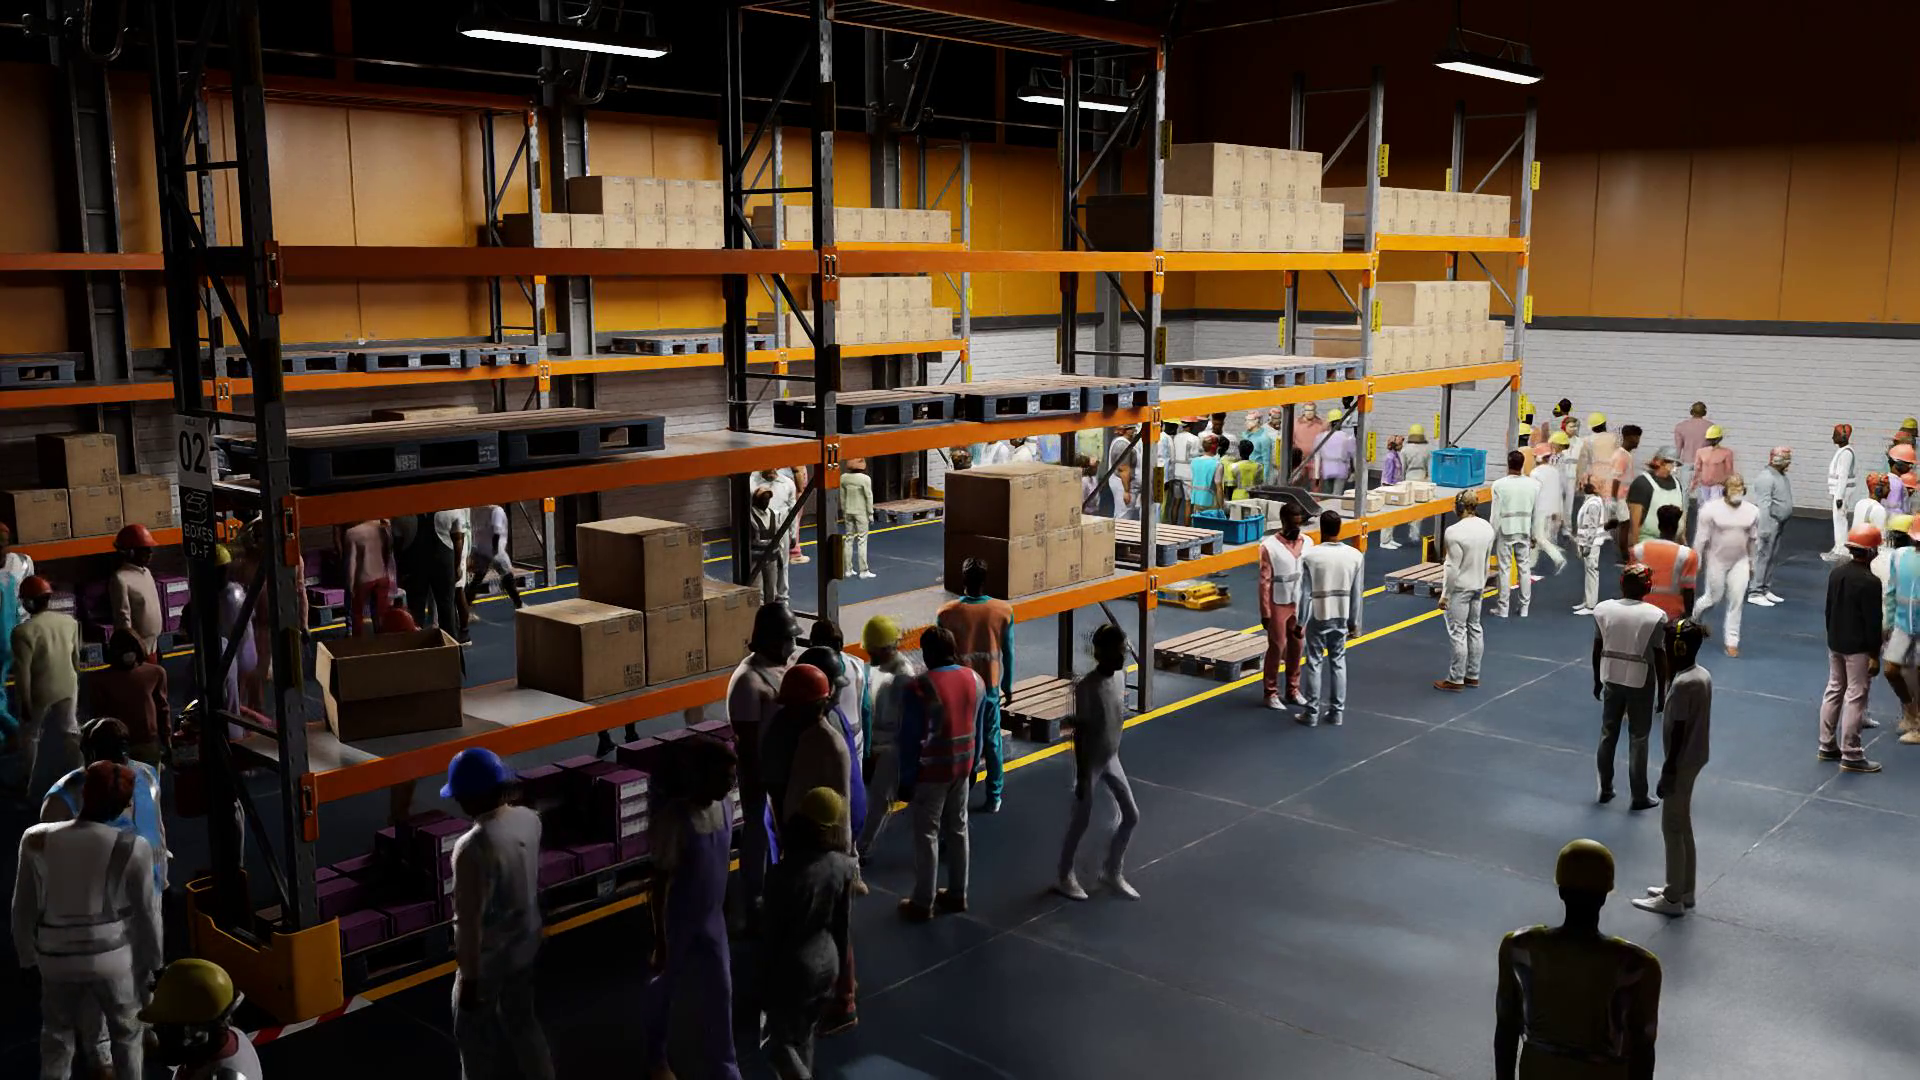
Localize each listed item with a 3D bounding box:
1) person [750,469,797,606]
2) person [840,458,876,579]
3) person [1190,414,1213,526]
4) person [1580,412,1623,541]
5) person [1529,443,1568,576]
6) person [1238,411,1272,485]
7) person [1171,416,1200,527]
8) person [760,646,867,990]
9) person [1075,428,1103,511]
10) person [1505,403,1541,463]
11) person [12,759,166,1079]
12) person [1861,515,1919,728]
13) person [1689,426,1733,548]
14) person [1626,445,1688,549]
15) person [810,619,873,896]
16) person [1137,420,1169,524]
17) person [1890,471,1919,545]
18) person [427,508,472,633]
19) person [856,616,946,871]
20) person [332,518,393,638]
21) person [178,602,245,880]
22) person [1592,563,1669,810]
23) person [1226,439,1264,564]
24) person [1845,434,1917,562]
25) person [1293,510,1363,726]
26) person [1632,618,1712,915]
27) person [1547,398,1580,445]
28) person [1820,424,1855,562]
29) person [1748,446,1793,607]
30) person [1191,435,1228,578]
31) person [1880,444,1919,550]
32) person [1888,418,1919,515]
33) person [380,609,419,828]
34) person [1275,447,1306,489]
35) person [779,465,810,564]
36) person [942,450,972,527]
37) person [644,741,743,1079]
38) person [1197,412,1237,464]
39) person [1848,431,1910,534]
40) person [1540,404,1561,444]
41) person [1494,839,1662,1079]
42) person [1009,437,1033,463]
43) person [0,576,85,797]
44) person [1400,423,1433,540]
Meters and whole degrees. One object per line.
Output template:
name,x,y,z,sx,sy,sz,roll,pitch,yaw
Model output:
person,-2.182,-0.067,19.115,0.644,1.900,0.399,-3,10,-15
person,-1.319,-0.318,21.390,0.500,1.636,0.280,6,11,33
person,3.711,-1.194,25.462,0.609,2.032,0.410,7,12,36
person,9.368,-0.890,24.085,0.751,1.886,0.655,3,10,17
person,7.605,-0.391,21.577,0.581,1.725,0.750,-8,12,-40
person,4.293,-0.921,24.334,0.610,1.905,0.689,-5,11,-29
person,3.288,-0.931,24.184,0.383,1.931,0.546,-8,12,-40
person,-0.766,1.552,9.018,0.536,2.000,0.686,5,11,28
person,2.082,-1.342,27.149,0.525,1.761,0.348,3,10,18
person,8.605,-1.133,25.385,0.369,1.928,0.586,-7,12,-37
person,-3.904,1.905,7.446,0.627,1.858,0.423,-2,10,-13
person,8.209,0.712,14.561,1.019,1.857,0.610,-4,10,-24
person,10.653,-0.755,23.676,0.787,1.729,0.540,-7,12,-38
person,7.945,-0.078,18.748,0.711,2.000,0.724,-4,10,-21
person,-0.841,1.395,10.599,0.633,1.834,0.431,-5,11,-29
person,2.809,-0.927,24.182,0.378,1.917,0.598,-7,12,-37
person,10.546,0.077,18.718,0.353,1.739,0.577,5,11,27
person,-5.497,0.145,17.687,0.605,1.951,0.380,-1,10,-3
person,-0.413,1.346,11.083,0.927,1.765,0.604,-2,10,-14
person,-6.437,0.081,17.934,0.609,1.996,0.383,-6,11,-30
person,-4.814,1.320,10.711,0.372,1.940,0.631,-3,10,-20
person,4.973,1.084,12.386,0.389,1.847,0.563,-9,13,-43
person,3.816,-0.502,22.306,0.533,1.697,0.318,-2,10,-15
person,11.789,-0.409,21.154,0.738,1.903,0.674,2,10,13
person,3.229,0.690,14.572,0.603,1.906,0.399,-3,10,-16
person,4.495,1.412,10.426,0.348,1.856,0.523,7,12,36
person,9.786,-1.371,27.029,0.507,1.861,0.329,2,10,12
person,11.974,-0.641,22.620,0.352,1.878,0.568,5,11,26
person,9.630,-0.167,19.715,0.399,1.901,0.657,9,13,42
person,3.193,-0.435,21.461,0.390,1.846,0.565,-7,12,-35
person,10.472,-0.063,18.669,0.380,2.039,0.607,3,10,16
person,14.155,-0.963,24.921,0.313,1.743,0.493,-7,12,-36
person,-3.858,1.301,11.478,0.330,1.722,0.624,-2,10,-10
person,4.230,-0.361,21.510,0.483,1.679,0.549,-6,11,-30
person,-2.313,-0.708,22.509,0.688,2.000,0.536,8,13,41
person,-0.027,-0.153,19.824,0.342,1.839,0.501,-4,10,-21
person,-1.256,1.849,7.980,0.891,1.782,0.616,8,12,39
person,3.685,-0.927,24.148,0.638,1.924,0.728,2,10,13
person,13.014,-0.684,23.398,0.777,1.704,0.578,6,11,31
person,9.827,-1.386,27.419,0.533,1.757,0.336,8,12,39
person,2.321,2.071,6.311,0.585,1.917,0.406,6,11,32
person,0.775,-0.553,21.721,0.378,1.996,0.610,-1,10,-7
person,-6.956,1.118,12.564,0.820,1.712,0.602,4,10,23
person,6.625,-0.825,24.182,0.484,1.730,0.557,0,10,-1
